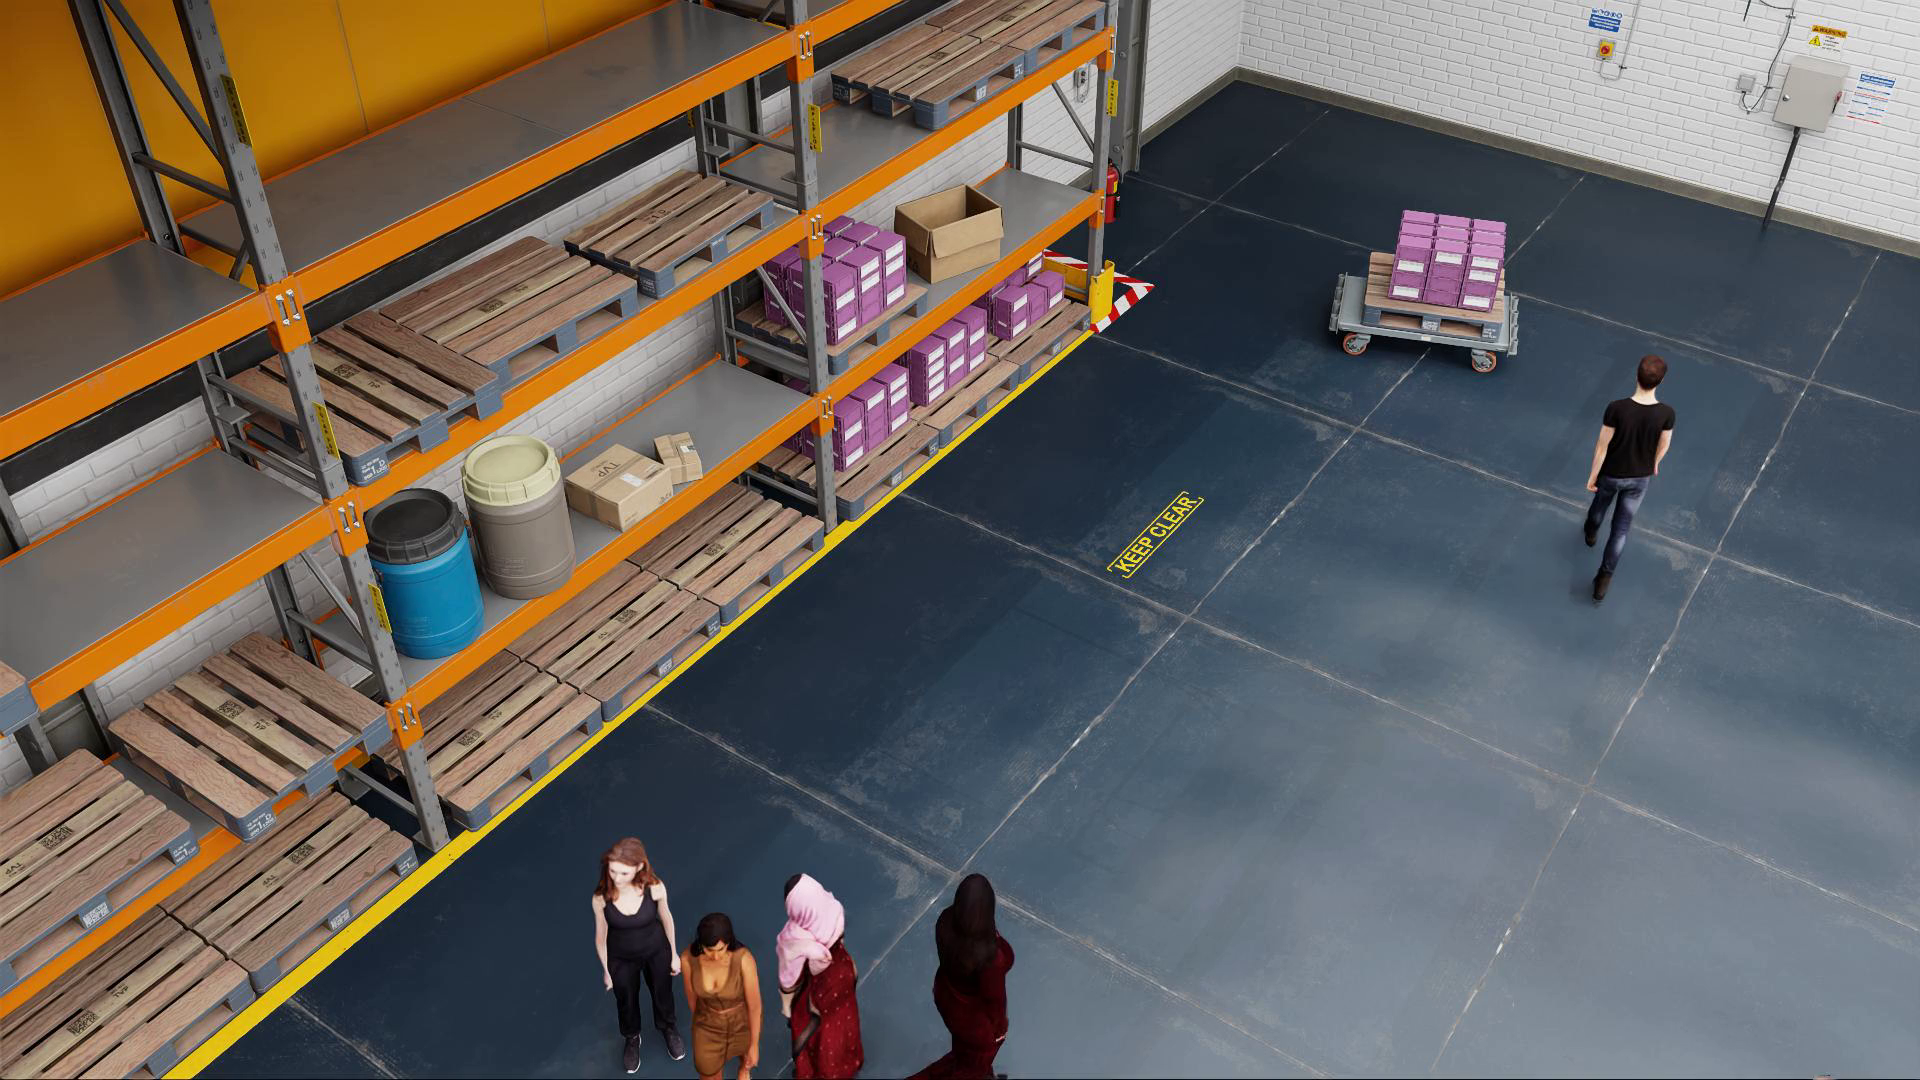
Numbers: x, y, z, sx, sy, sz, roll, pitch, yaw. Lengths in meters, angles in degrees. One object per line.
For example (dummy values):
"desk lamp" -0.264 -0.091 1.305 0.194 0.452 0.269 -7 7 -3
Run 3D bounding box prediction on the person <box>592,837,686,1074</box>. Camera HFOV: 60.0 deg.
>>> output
"person" -1.728 2.198 8.940 0.637 1.743 0.717 -11 40 -13

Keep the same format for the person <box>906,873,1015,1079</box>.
"person" -0.022 2.454 8.638 1.062 1.721 0.898 -19 42 -22

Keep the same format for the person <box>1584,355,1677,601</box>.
"person" 4.847 -0.413 12.123 0.903 1.850 1.295 12 40 15

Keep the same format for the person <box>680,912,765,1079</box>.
"person" -1.192 2.447 8.697 0.885 1.657 1.013 1 39 1

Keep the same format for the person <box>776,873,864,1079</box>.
"person" -0.742 2.350 8.839 0.749 1.632 0.563 27 46 30
